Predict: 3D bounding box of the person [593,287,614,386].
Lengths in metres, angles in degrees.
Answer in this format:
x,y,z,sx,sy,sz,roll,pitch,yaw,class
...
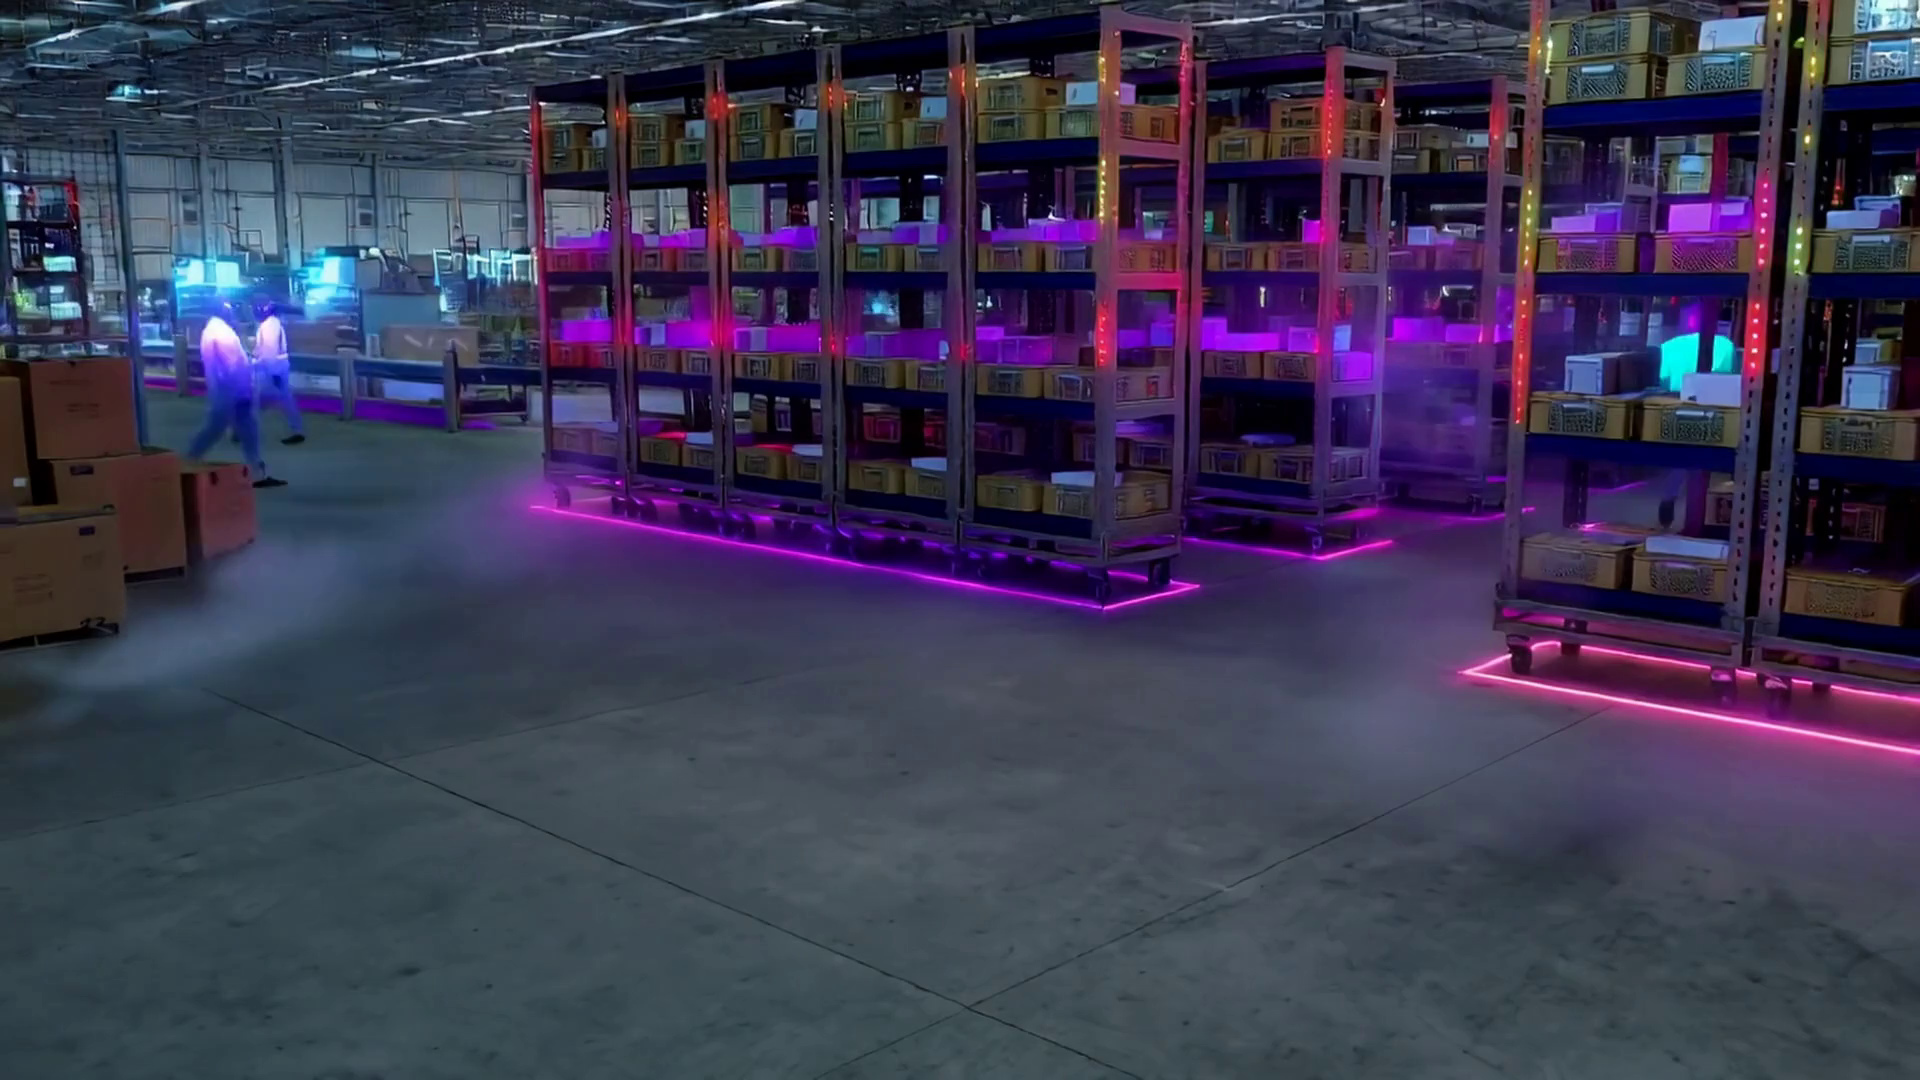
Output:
x,y,z,sx,sy,sz,roll,pitch,yaw,class
-6.218,-3.596,29.429,0.527,1.759,0.345,-2,9,-13,person

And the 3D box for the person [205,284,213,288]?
x,y,z,sx,sy,sz,roll,pitch,yaw,class
-37.188,-12.202,82.380,0.535,1.696,0.318,6,11,32,person

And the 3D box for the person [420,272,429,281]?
x,y,z,sx,sy,sz,roll,pitch,yaw,class
-24.975,-11.554,77.756,0.434,1.918,0.649,0,9,0,person

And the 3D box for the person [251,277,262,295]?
x,y,z,sx,sy,sz,roll,pitch,yaw,class
-27.439,-9.388,64.937,0.522,1.762,0.320,4,10,21,person

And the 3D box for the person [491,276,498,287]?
x,y,z,sx,sy,sz,roll,pitch,yaw,class
-21.972,-11.613,78.628,0.308,1.741,0.494,-8,12,-40,person

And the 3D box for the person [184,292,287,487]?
x,y,z,sx,sy,sz,roll,pitch,yaw,class
-6.883,-1.375,15.498,0.974,1.864,0.641,-5,10,-27,person

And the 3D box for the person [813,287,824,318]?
x,y,z,sx,sy,sz,roll,pitch,yaw,class
-3.989,-6.581,47.687,0.600,1.787,0.961,-9,13,-42,person

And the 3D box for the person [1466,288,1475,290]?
x,y,z,sx,sy,sz,roll,pitch,yaw,class
21.563,-10.229,69.962,0.616,1.805,0.889,9,13,43,person

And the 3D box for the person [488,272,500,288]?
x,y,z,sx,sy,sz,roll,pitch,yaw,class
-23.144,-12.361,82.682,0.592,1.917,0.392,0,9,1,person

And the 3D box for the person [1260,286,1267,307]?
x,y,z,sx,sy,sz,roll,pitch,yaw,class
9.462,-7.487,52.876,0.642,1.908,0.975,-3,10,-20,person

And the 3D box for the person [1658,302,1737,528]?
x,y,z,sx,sy,sz,roll,pitch,yaw,class
5.748,-0.950,13.005,0.439,1.825,0.570,-8,12,-40,person

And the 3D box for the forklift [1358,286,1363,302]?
x,y,z,sx,sy,sz,roll,pitch,yaw,class
11.100,-7.017,46.970,1.873,2.768,1.129,9,13,43,forklift

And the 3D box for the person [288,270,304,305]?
x,y,z,sx,sy,sz,roll,pitch,yaw,class
-18.793,-6.613,47.083,0.605,2.034,0.388,3,10,21,person

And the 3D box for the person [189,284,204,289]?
x,y,z,sx,sy,sz,roll,pitch,yaw,class
-26.106,-8.188,56.854,0.609,1.995,0.376,2,10,14,person

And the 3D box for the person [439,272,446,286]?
x,y,z,sx,sy,sz,roll,pitch,yaw,class
-25.169,-12.144,81.423,0.631,1.903,0.967,2,10,15,person

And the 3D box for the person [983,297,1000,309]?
x,y,z,sx,sy,sz,roll,pitch,yaw,class
0.986,-7.112,50.538,0.651,1.904,0.402,4,10,22,person

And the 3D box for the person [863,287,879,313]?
x,y,z,sx,sy,sz,roll,pitch,yaw,class
-2.347,-6.020,44.532,0.537,1.674,0.718,-8,12,-41,person

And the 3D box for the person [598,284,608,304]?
x,y,z,sx,sy,sz,roll,pitch,yaw,class
-13.573,-9.222,63.554,1.023,1.871,0.562,-8,12,-40,person

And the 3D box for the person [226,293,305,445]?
x,y,z,sx,sy,sz,roll,pitch,yaw,class
-8.155,-1.983,19.439,0.917,1.782,0.626,-2,10,-14,person

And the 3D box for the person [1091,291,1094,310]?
x,y,z,sx,sy,sz,roll,pitch,yaw,class
5.098,-9.198,63.960,0.315,1.696,0.540,-2,10,-13,person

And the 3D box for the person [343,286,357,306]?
x,y,z,sx,sy,sz,roll,pitch,yaw,class
-21.884,-8.741,60.108,0.763,2.000,0.698,0,9,-3,person

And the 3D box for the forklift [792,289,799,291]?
x,y,z,sx,sy,sz,roll,pitch,yaw,class
-7.053,-11.850,76.597,1.873,2.768,1.129,9,13,43,forklift
